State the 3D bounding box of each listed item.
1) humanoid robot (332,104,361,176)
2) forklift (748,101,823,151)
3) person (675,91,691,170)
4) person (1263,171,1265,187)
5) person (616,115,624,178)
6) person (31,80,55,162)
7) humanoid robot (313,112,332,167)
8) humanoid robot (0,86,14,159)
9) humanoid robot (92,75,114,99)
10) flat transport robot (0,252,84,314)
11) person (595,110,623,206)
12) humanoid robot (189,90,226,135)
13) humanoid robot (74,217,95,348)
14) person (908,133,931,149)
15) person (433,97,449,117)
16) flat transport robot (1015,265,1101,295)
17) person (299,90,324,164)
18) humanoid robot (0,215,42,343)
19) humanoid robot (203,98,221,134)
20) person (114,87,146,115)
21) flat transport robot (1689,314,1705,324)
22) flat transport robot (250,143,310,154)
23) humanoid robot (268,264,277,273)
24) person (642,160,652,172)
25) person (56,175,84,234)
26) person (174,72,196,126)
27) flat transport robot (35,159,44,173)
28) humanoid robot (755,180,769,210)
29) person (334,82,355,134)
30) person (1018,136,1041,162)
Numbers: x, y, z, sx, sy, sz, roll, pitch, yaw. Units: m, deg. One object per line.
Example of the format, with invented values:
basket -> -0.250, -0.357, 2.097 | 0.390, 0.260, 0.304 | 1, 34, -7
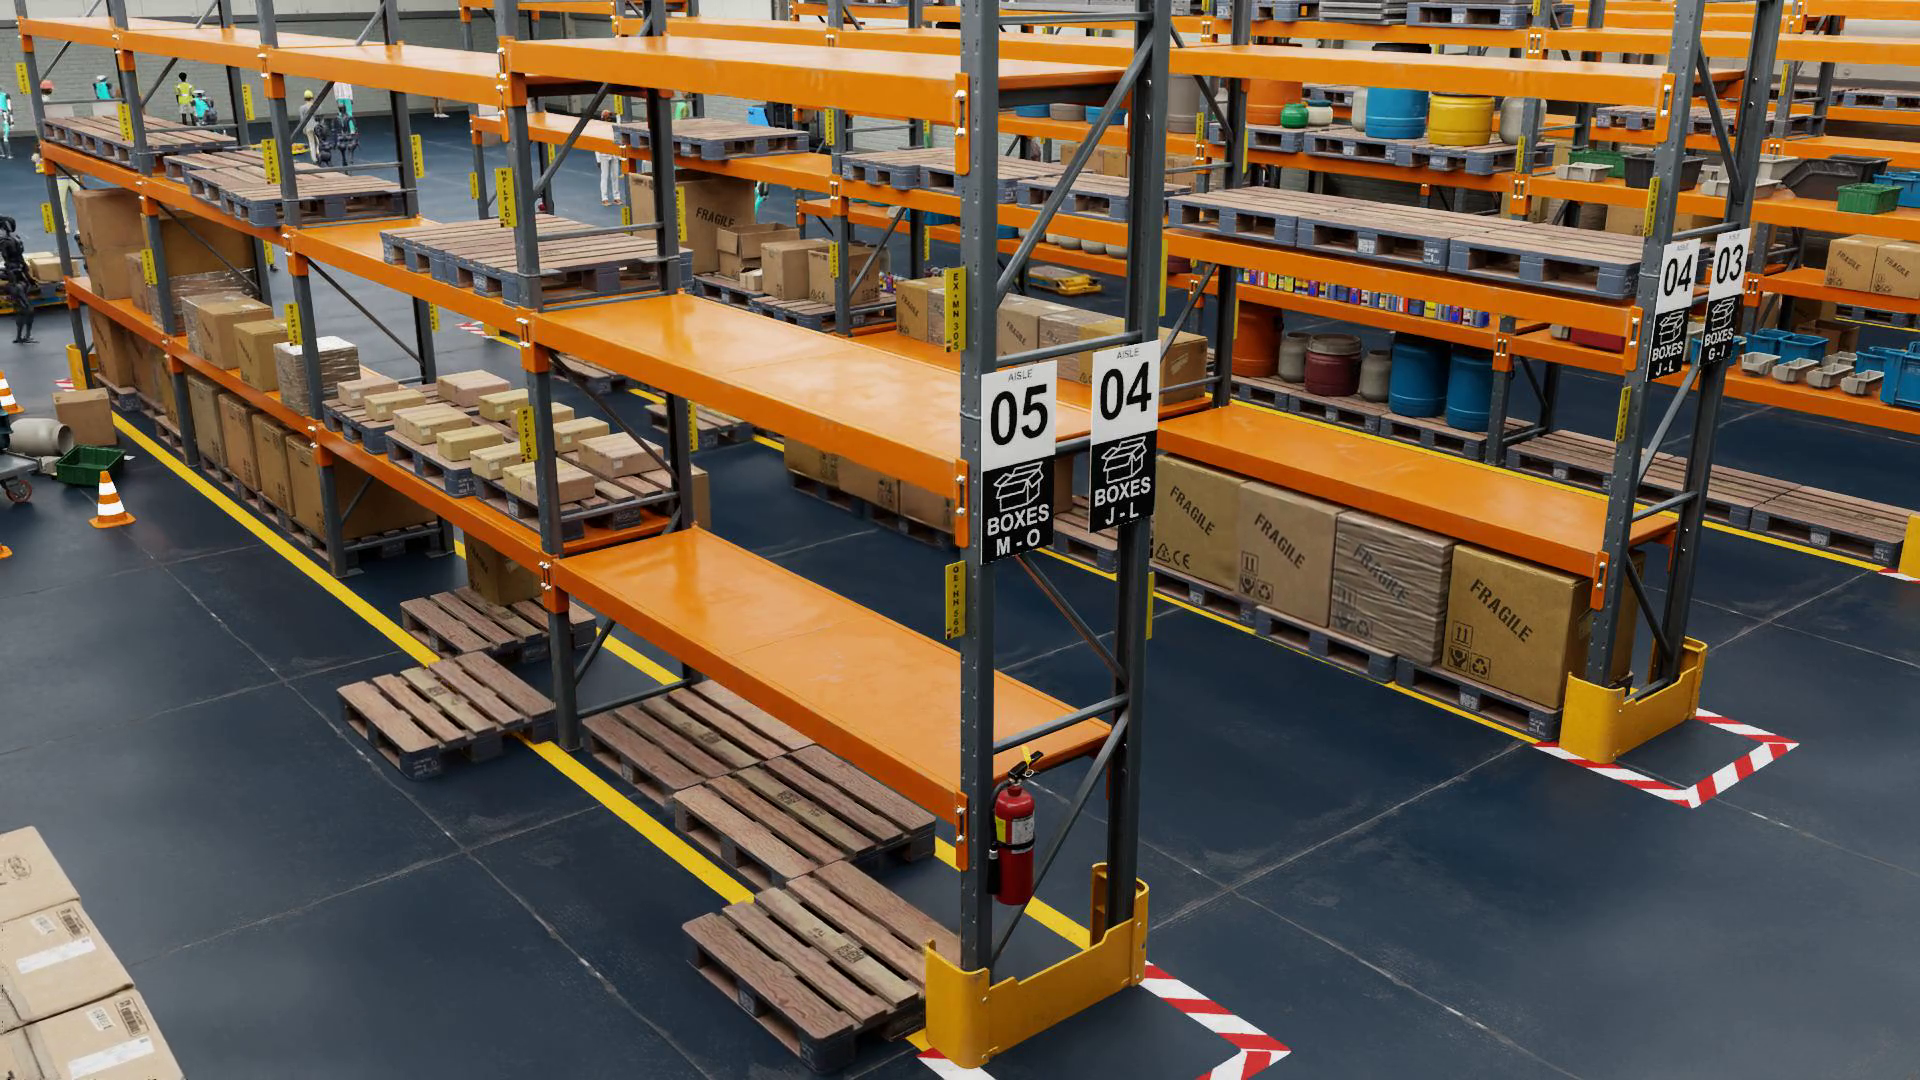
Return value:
humanoid robot -> -13.803, -8.969, 37.398 | 0.605, 1.626, 0.761 | -4, 20, -10
forklift -> -4.526, -11.368, 42.374 | 1.129, 2.768, 1.873 | -15, 24, -37
person -> -6.309, -9.397, 38.171 | 0.573, 1.976, 0.516 | -7, 20, -18
person -> 4.975, -5.834, 28.202 | 0.558, 1.822, 0.468 | -8, 21, -23
person -> -7.562, -9.116, 37.443 | 0.379, 1.888, 0.570 | 5, 20, 13
person -> -21.868, -10.006, 39.834 | 1.032, 1.987, 0.629 | -12, 23, -31
humanoid robot -> -13.642, -8.305, 35.481 | 0.718, 1.631, 0.610 | -3, 20, -8
humanoid robot -> -23.601, -10.266, 40.900 | 0.534, 1.734, 0.787 | -5, 20, -13
humanoid robot -> -22.684, -11.496, 44.492 | 0.539, 1.840, 0.660 | 4, 20, 12
flat transport robot -> -13.210, -3.443, 23.734 | 0.659, 0.231, 1.431 | 16, 25, 38
person -> -7.022, -7.641, 33.270 | 0.564, 1.878, 0.351 | -15, 25, -37
humanoid robot -> -17.833, -9.779, 39.556 | 0.921, 1.762, 0.541 | 7, 21, 20
humanoid robot -> -10.557, -3.163, 20.728 | 0.935, 1.755, 0.546 | -2, 19, -6
person -> -0.800, -7.496, 33.052 | 0.473, 1.737, 0.324 | -3, 20, -9
person -> -16.204, -14.059, 51.526 | 0.502, 1.876, 0.392 | 17, 26, 40
flat transport robot -> 1.430, -3.925, 25.107 | 0.659, 0.231, 1.431 | -13, 23, -33
person -> -15.445, -9.839, 39.702 | 0.527, 1.745, 0.603 | -5, 20, -13
humanoid robot -> -12.080, -3.341, 21.329 | 0.429, 1.649, 0.599 | -2, 20, -7
humanoid robot -> -17.334, -9.384, 38.513 | 0.395, 1.646, 0.601 | 2, 19, 6
person -> -21.867, -11.300, 43.730 | 0.800, 1.833, 0.498 | -9, 21, -24
flat transport robot -> 9.614, -3.091, 22.734 | 0.659, 0.231, 1.431 | -15, 24, -36
flat transport robot -> -17.280, -9.897, 42.103 | 1.431, 0.231, 0.659 | 2, 19, 6
humanoid robot -> -11.075, -4.927, 25.918 | 0.603, 1.635, 0.796 | 9, 21, 23
person -> -5.211, -5.938, 28.307 | 0.372, 1.954, 0.603 | -2, 19, -5
person -> -16.080, -6.477, 29.927 | 0.523, 1.893, 0.401 | -13, 23, -32
person -> -21.719, -12.267, 46.703 | 0.529, 1.689, 0.321 | -11, 22, -29
flat transport robot -> -21.172, -8.731, 38.786 | 0.659, 0.231, 1.431 | -10, 21, -25
humanoid robot -> -3.636, -6.095, 29.024 | 0.729, 1.747, 0.530 | -16, 25, -38
person -> -17.281, -12.367, 46.653 | 0.492, 1.917, 0.378 | -1, 19, -4
person -> 1.278, -6.656, 30.636 | 0.541, 1.756, 0.415 | -11, 22, -29
